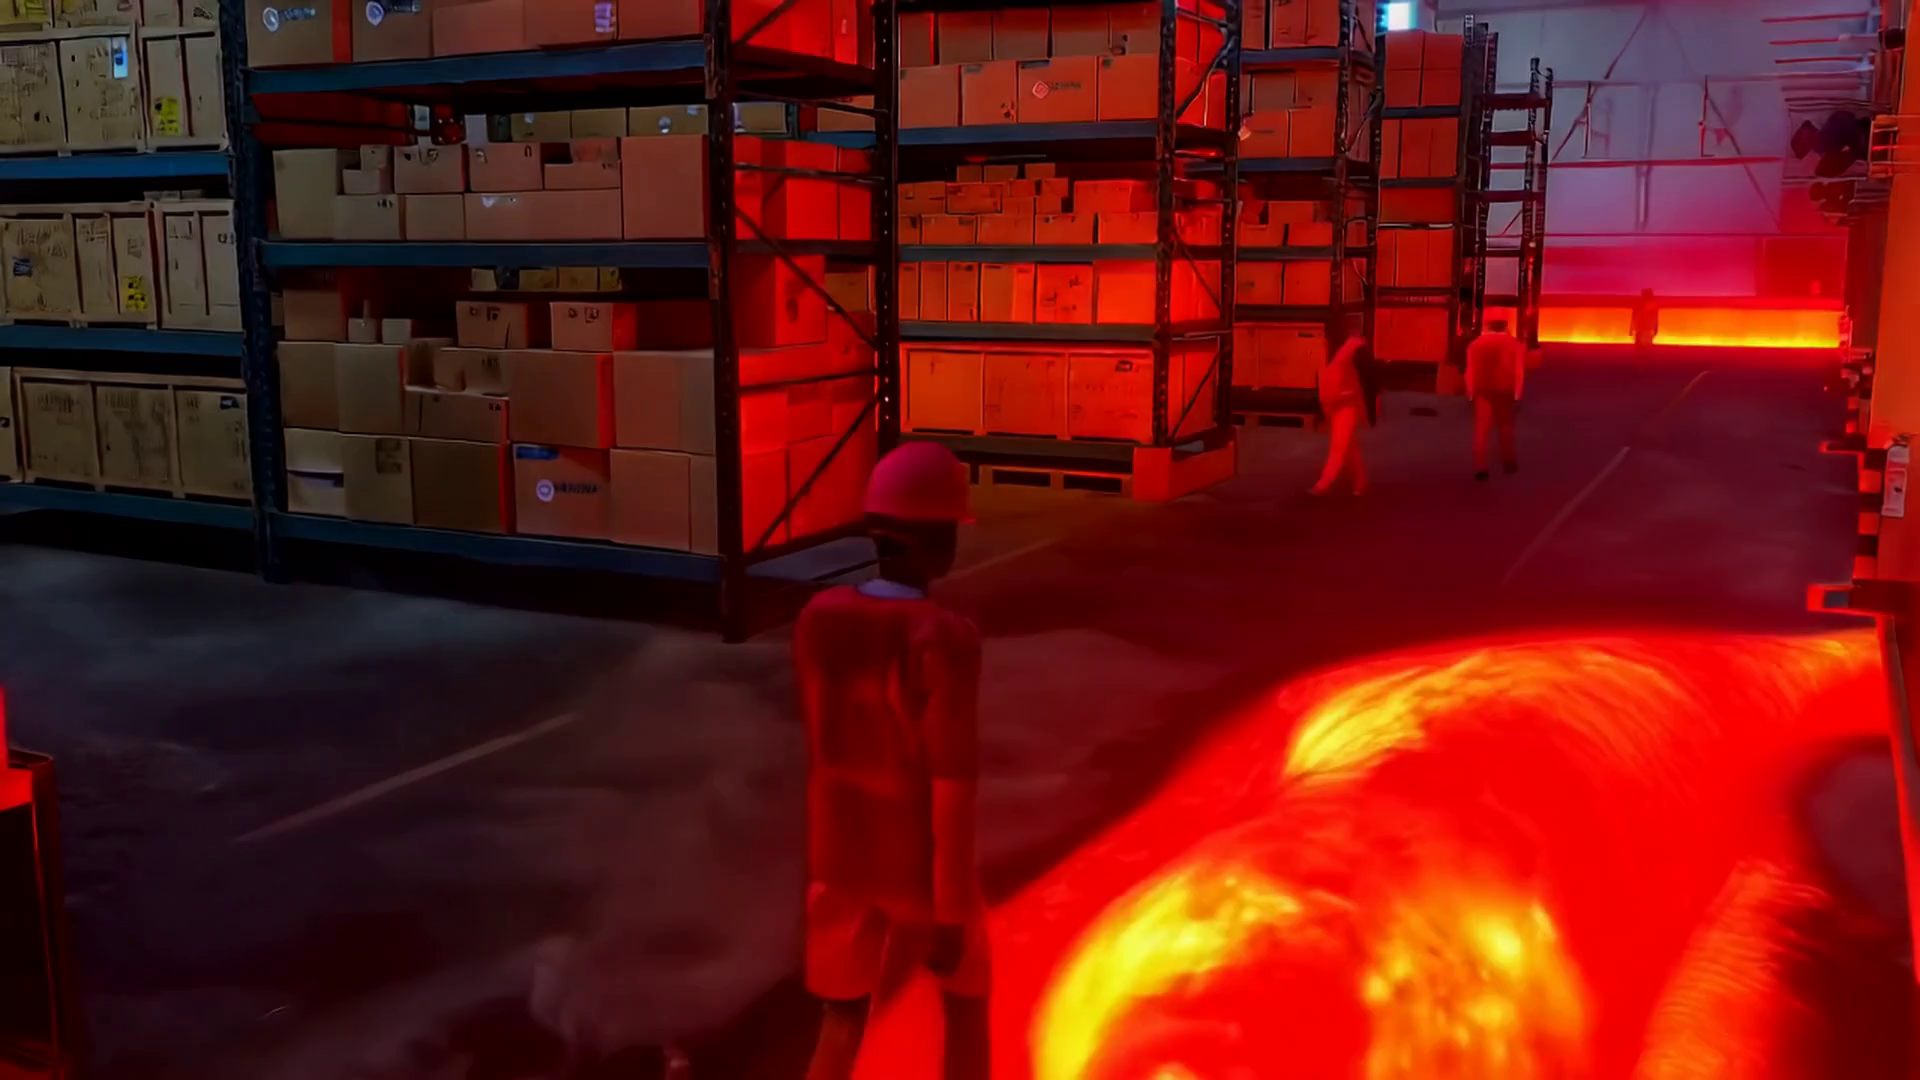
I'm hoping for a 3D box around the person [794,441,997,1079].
[{"bbox_3d":[-0.111,0.723,3.907,0.548,1.905,0.777,6,12,33],"label":"person"}]

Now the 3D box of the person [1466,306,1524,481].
[{"bbox_3d":[5.554,-1.520,17.229,0.599,1.774,0.948,6,11,30],"label":"person"}]

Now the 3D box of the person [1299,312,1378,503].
[{"bbox_3d":[3.586,-1.241,15.623,0.928,1.784,0.693,-6,11,-29],"label":"person"}]

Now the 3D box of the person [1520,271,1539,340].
[{"bbox_3d":[13.068,-5.207,38.134,0.543,1.932,0.376,-5,11,-25],"label":"person"}]

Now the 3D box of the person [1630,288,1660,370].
[{"bbox_3d":[13.696,-4.219,33.270,0.534,1.626,0.364,6,12,32],"label":"person"}]
